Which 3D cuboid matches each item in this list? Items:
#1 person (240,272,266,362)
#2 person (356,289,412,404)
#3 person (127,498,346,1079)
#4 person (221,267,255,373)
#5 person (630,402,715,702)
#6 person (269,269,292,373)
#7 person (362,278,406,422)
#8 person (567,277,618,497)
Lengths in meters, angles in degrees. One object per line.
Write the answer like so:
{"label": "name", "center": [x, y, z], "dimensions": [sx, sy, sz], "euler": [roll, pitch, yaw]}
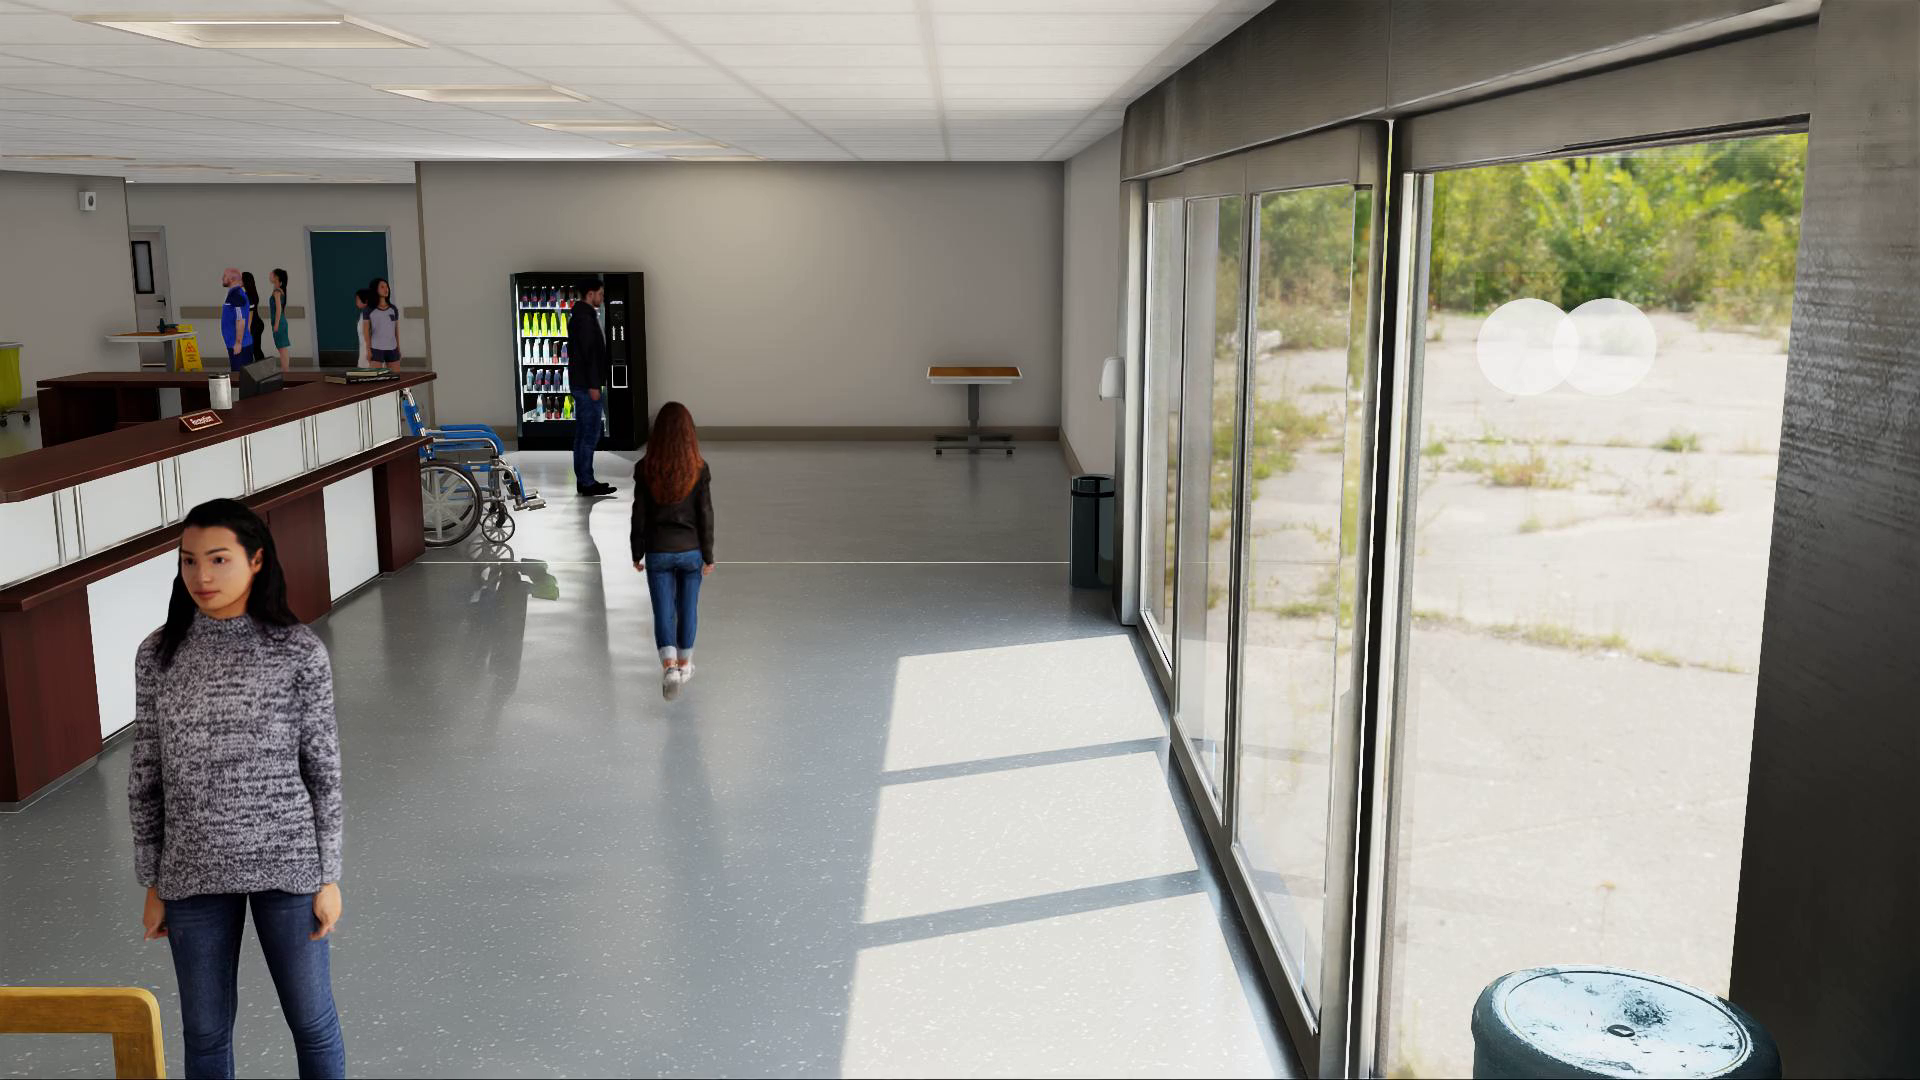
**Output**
{"label": "person", "center": [-10.634, -3.211, 25.009], "dimensions": [0.672, 1.635, 0.669], "euler": [-3, 11, -16]}
{"label": "person", "center": [-7.235, -2.334, 20.676], "dimensions": [0.947, 1.529, 0.659], "euler": [-2, 11, -12]}
{"label": "person", "center": [-1.647, 0.755, 3.848], "dimensions": [0.498, 1.733, 0.693], "euler": [-1, 11, -7]}
{"label": "person", "center": [-8.616, -2.339, 19.859], "dimensions": [0.751, 1.842, 0.758], "euler": [-6, 12, -28]}
{"label": "person", "center": [-1.415, 0.070, 8.196], "dimensions": [0.917, 1.457, 0.746], "euler": [-2, 11, -12]}
{"label": "person", "center": [-10.130, -3.189, 24.761], "dimensions": [0.589, 1.686, 0.602], "euler": [-4, 11, -18]}
{"label": "person", "center": [-6.895, -2.277, 19.896], "dimensions": [0.672, 1.707, 0.732], "euler": [-11, 15, -44]}
{"label": "person", "center": [-3.255, -1.342, 14.478], "dimensions": [0.719, 1.890, 0.751], "euler": [-5, 12, -23]}
